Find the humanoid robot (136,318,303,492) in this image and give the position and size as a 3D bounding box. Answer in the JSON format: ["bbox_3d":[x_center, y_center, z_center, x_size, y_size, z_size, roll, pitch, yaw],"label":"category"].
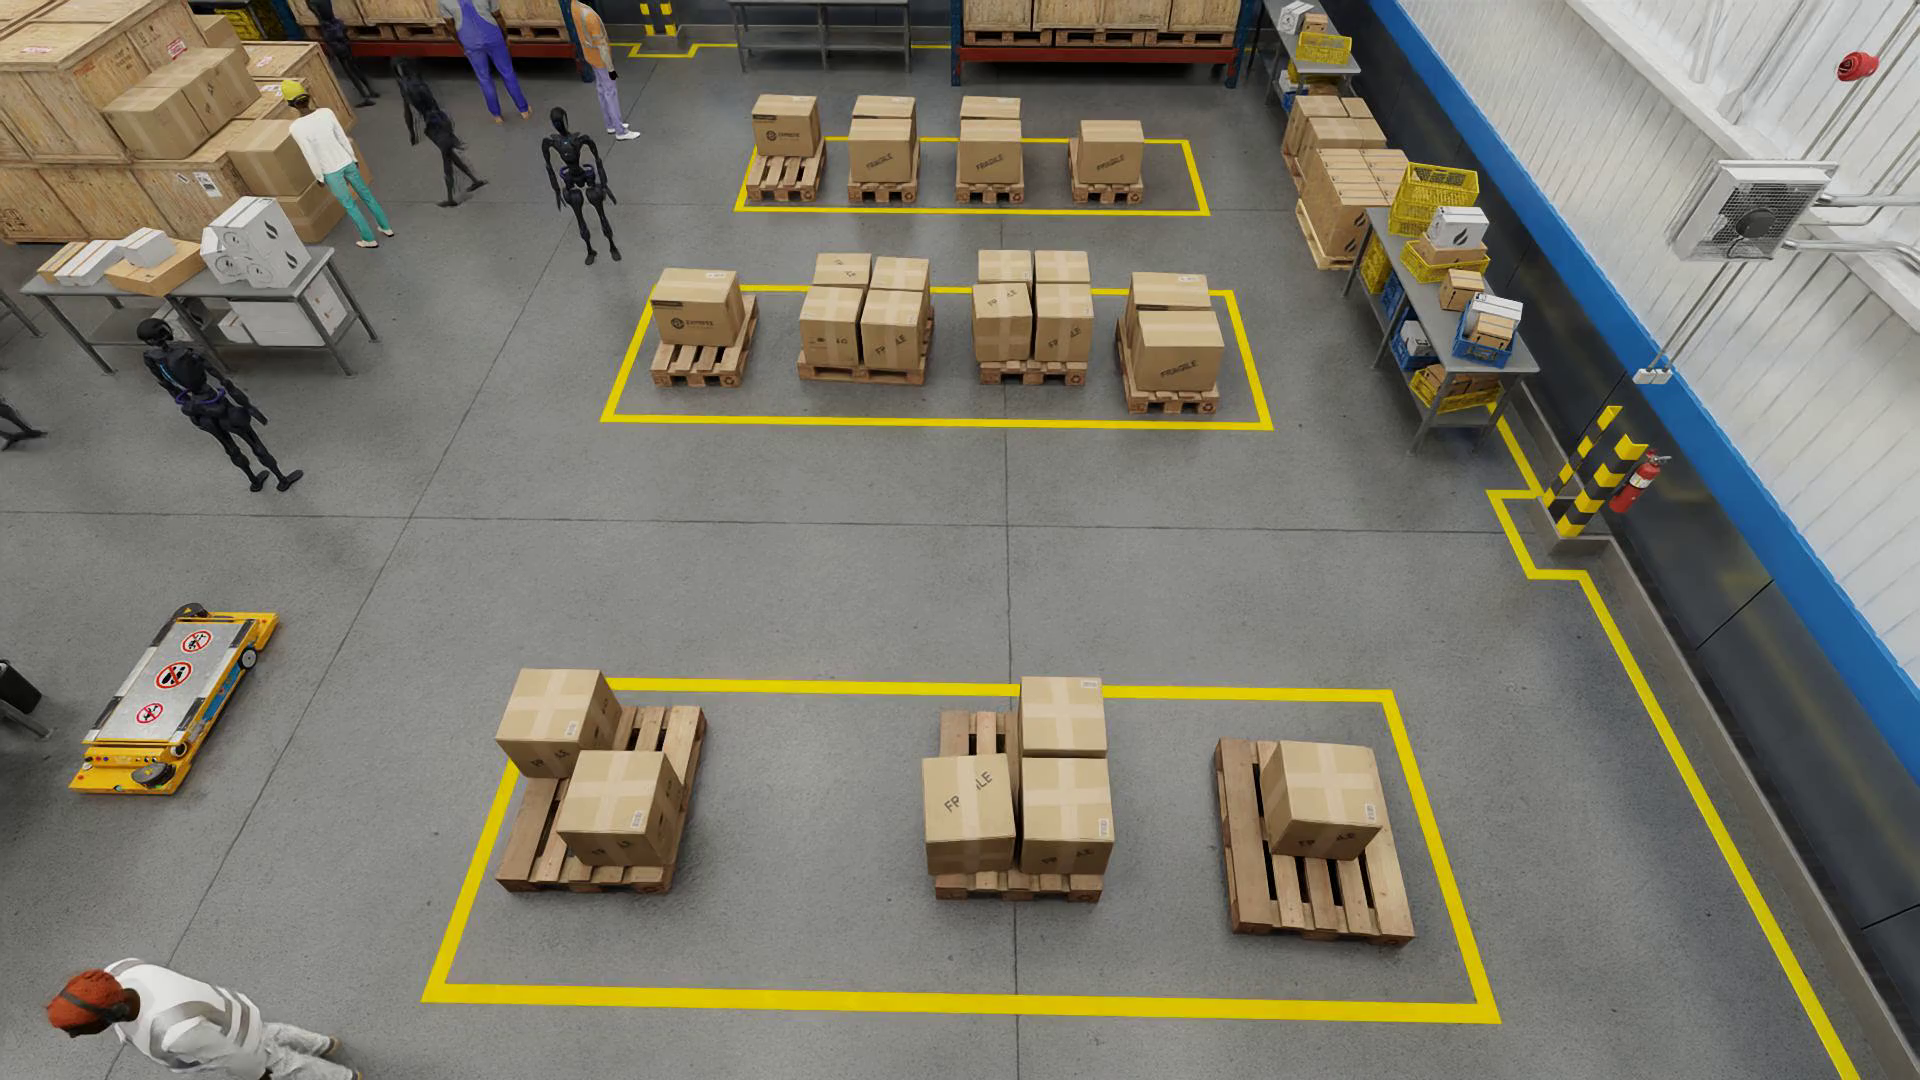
[{"bbox_3d":[-5.960,-1.064,7.335,0.601,1.658,0.324,2,50,2],"label":"humanoid robot"}]

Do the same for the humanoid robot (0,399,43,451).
[{"bbox_3d":[-8.481,-1.419,7.644,0.385,1.643,0.641,-6,50,-5],"label":"humanoid robot"}]

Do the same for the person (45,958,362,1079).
[{"bbox_3d":[-3.483,2.356,4.319,0.581,1.878,0.357,26,54,20],"label":"person"}]

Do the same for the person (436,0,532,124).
[{"bbox_3d":[-6.052,-6.359,11.589,0.683,2.000,0.539,-16,52,-13],"label":"person"}]

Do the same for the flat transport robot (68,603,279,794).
[{"bbox_3d":[-5.504,1.072,6.442,0.652,0.197,1.431,1,50,1],"label":"flat transport robot"}]

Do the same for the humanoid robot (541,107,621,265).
[{"bbox_3d":[-3.928,-3.654,9.527,0.600,1.657,0.330,-11,51,-9],"label":"humanoid robot"}]

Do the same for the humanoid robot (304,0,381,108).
[{"bbox_3d":[-8.172,-6.567,12.005,0.369,1.662,0.615,-11,51,-9],"label":"humanoid robot"}]

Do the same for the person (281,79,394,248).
[{"bbox_3d":[-6.652,-3.972,9.746,0.326,1.767,0.530,19,52,15],"label":"person"}]

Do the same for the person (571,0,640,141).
[{"bbox_3d":[-4.427,-5.951,11.317,0.373,1.924,0.594,-31,56,-24],"label":"person"}]

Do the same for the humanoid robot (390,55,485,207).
[{"bbox_3d":[-5.972,-4.635,10.392,0.621,1.624,0.759,29,55,22],"label":"humanoid robot"}]
